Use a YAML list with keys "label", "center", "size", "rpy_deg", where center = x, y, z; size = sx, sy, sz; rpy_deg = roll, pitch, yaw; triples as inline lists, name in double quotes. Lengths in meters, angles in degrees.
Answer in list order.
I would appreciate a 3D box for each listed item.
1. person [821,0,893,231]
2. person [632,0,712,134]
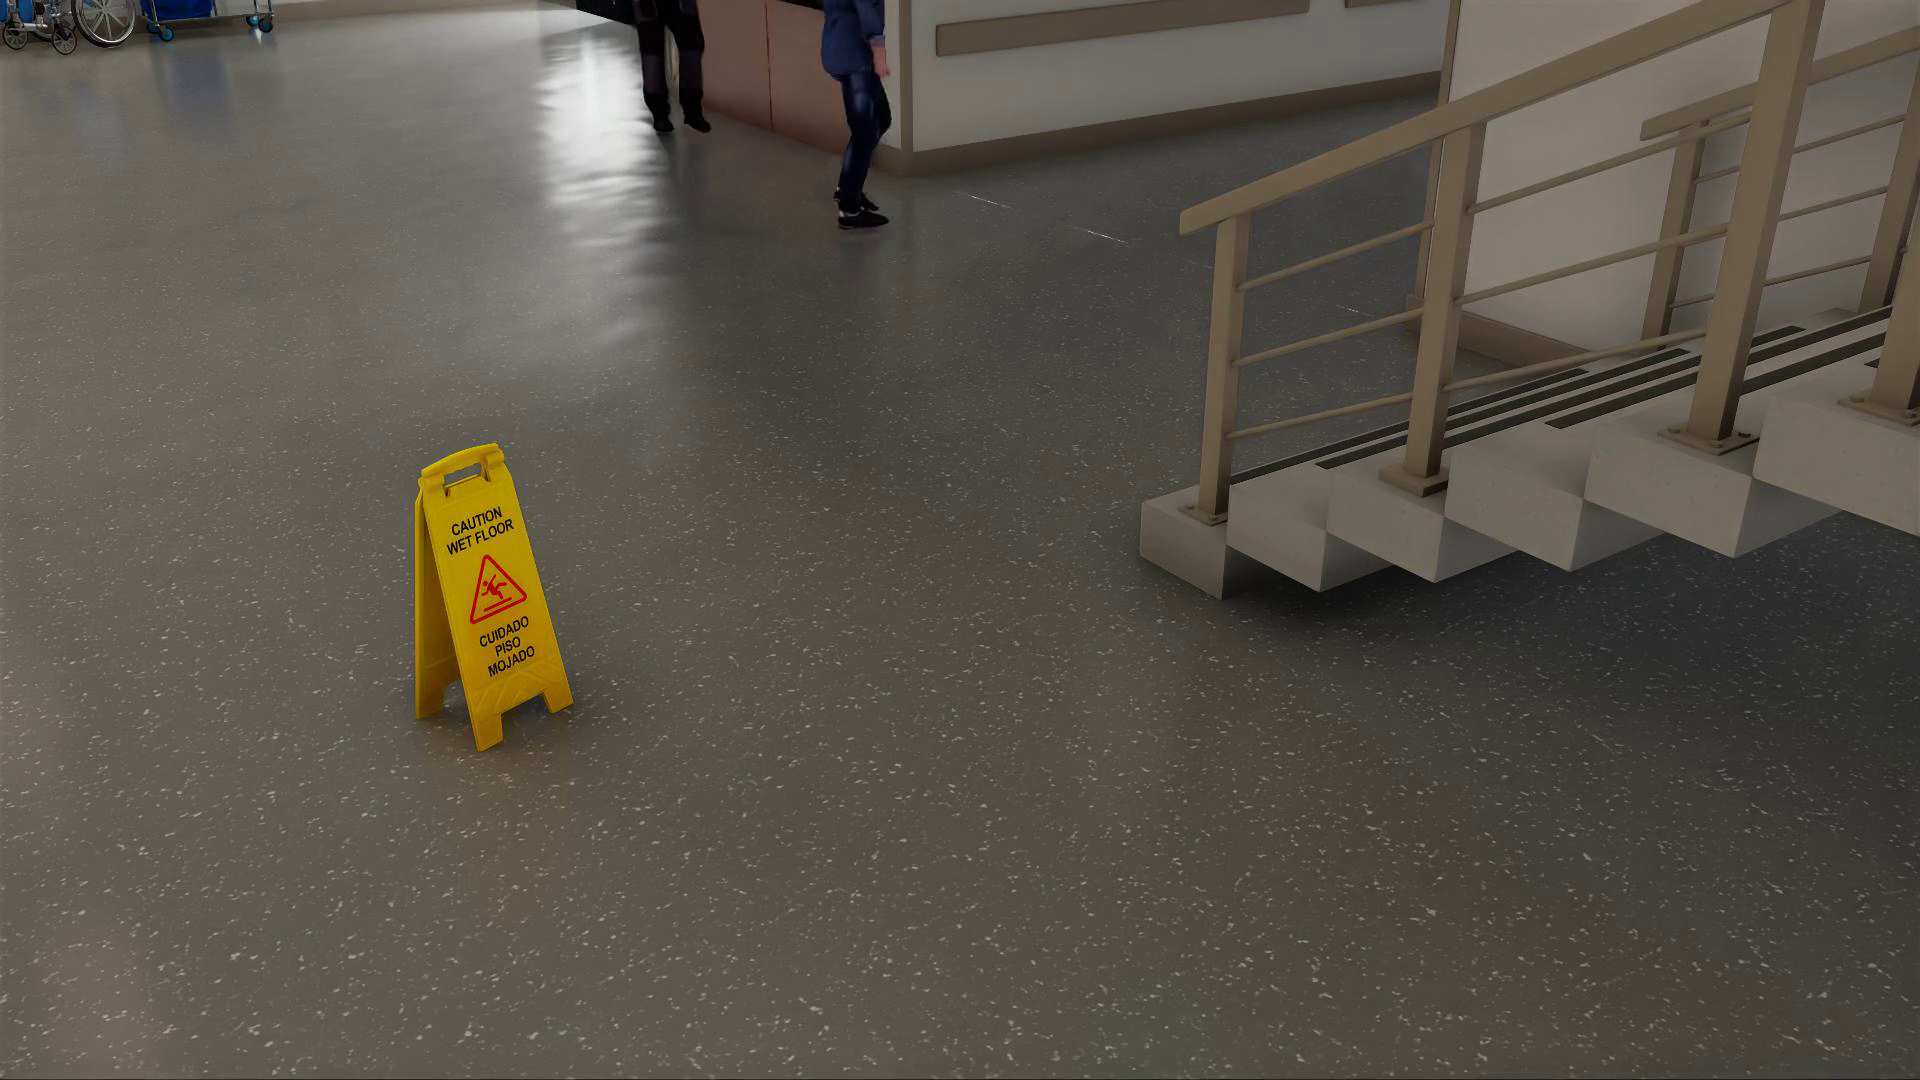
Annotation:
- label: "person"
  center: [-0.621, -2.545, 8.880]
  size: [0.869, 1.804, 0.698]
  rpy_deg: [-9, 27, -18]
- label: "person"
  center: [-2.031, -3.701, 11.177]
  size: [0.775, 1.892, 0.823]
  rpy_deg: [-9, 27, -18]
